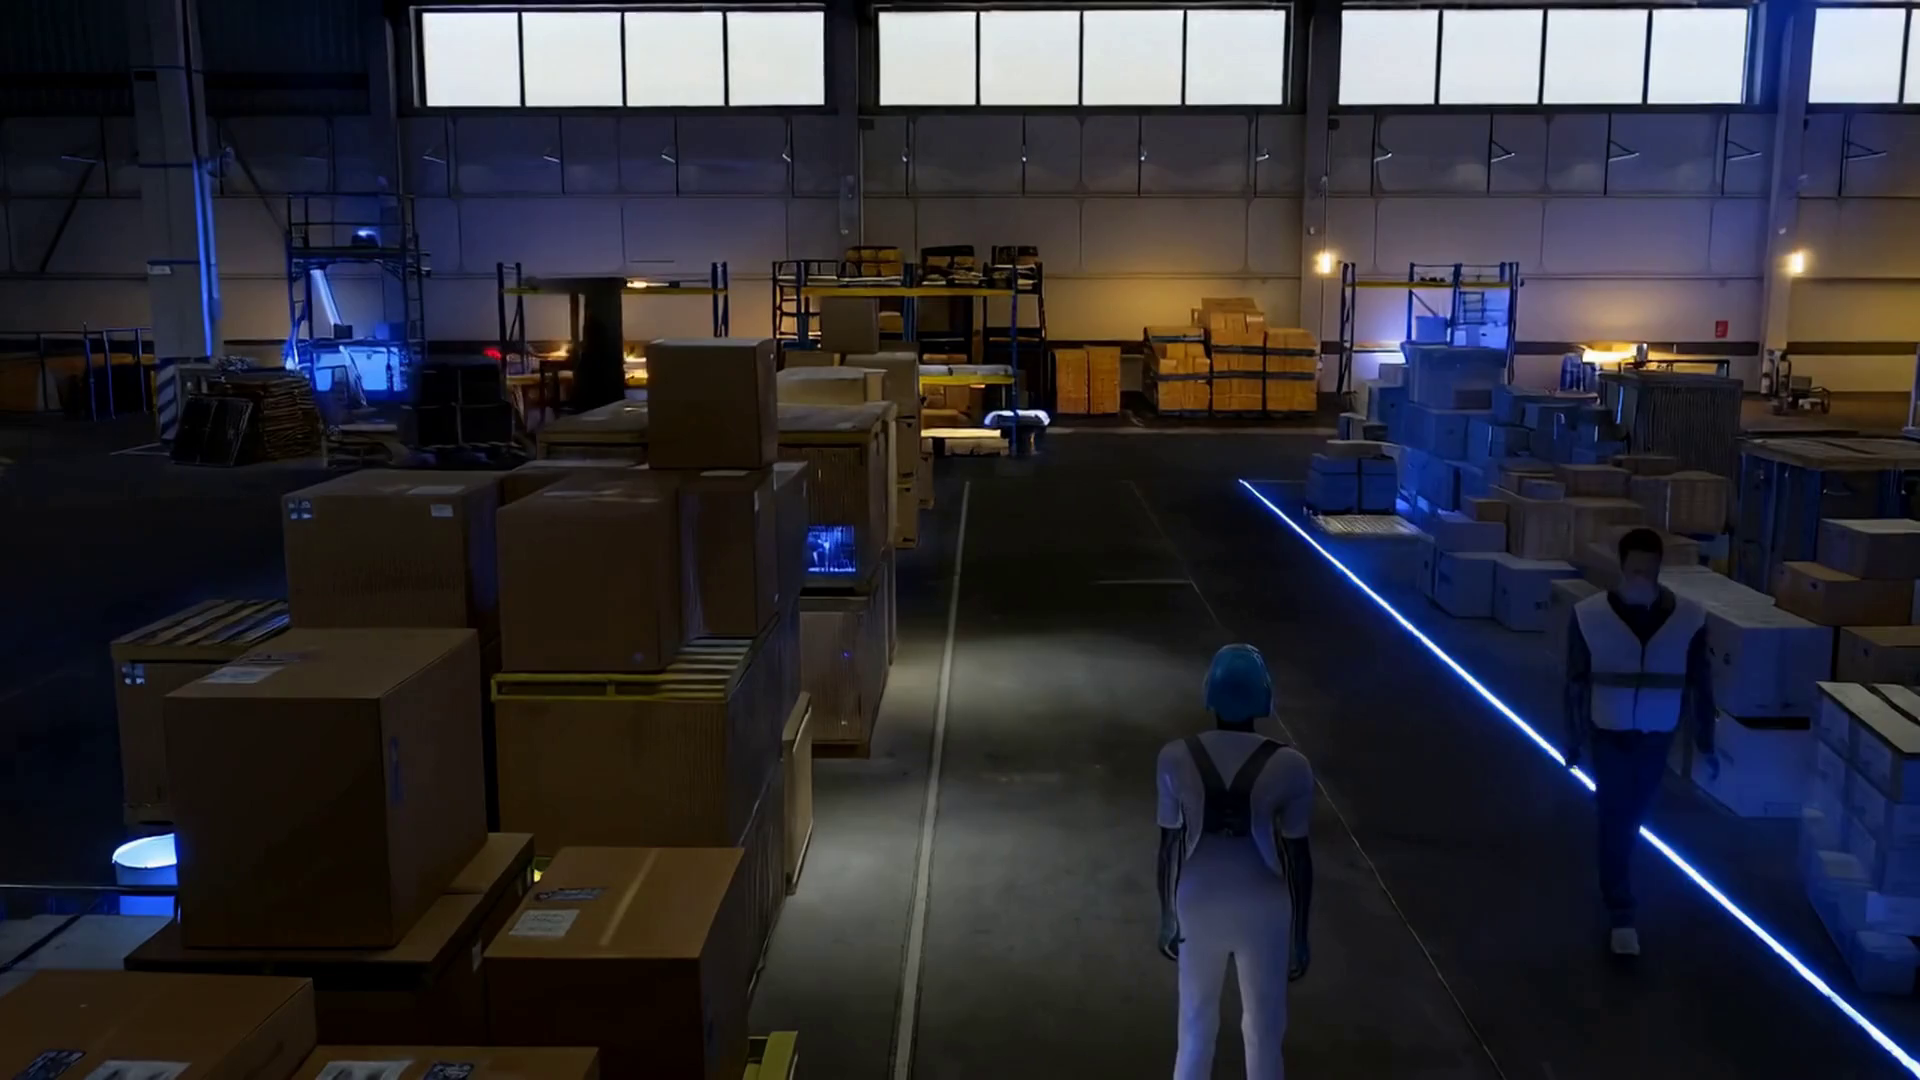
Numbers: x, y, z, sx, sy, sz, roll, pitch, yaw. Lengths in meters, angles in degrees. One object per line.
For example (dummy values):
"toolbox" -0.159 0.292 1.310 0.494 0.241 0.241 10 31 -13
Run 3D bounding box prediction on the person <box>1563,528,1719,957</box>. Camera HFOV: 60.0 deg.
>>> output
"person" 3.034 0.869 7.465 0.612 1.866 0.998 1 10 7

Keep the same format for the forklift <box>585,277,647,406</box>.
"forklift" -4.972 -2.314 23.498 1.873 2.768 1.129 -4 10 -25

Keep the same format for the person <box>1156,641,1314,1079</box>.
"person" 0.877 1.233 5.344 0.505 1.846 0.346 3 10 18
